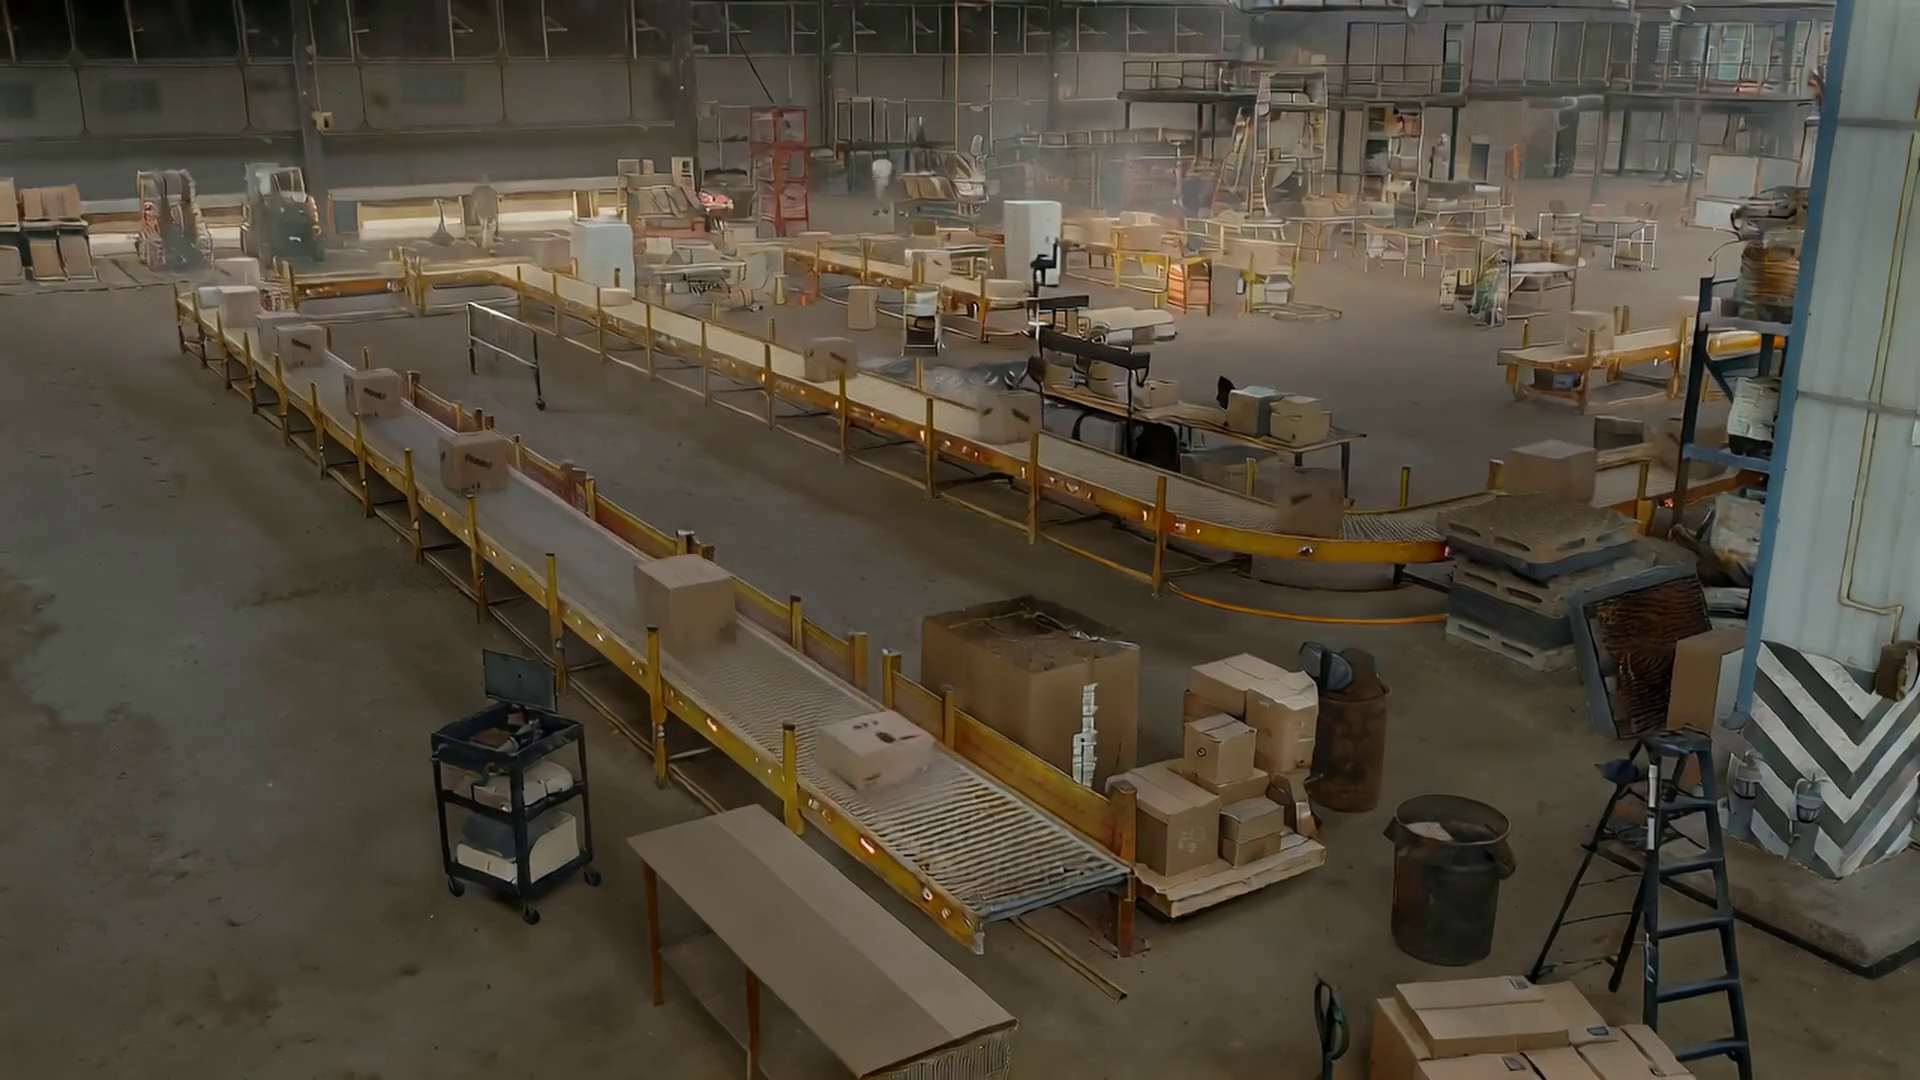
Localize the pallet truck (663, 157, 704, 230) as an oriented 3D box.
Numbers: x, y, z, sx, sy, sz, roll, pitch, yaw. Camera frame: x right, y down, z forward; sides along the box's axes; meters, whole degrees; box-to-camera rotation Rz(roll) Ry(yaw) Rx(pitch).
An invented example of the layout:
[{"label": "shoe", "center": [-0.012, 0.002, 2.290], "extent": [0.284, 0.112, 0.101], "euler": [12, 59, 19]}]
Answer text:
[{"label": "pallet truck", "center": [-7.586, -9.308, 44.692], "extent": [0.823, 1.965, 1.885], "euler": [-11, 20, -33]}]

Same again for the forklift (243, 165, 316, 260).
[{"label": "forklift", "center": [-15.898, -7.669, 38.708], "extent": [1.157, 1.987, 2.680], "euler": [-11, 20, -33]}]

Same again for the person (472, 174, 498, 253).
[{"label": "person", "center": [-11.399, -7.833, 39.953], "extent": [0.655, 1.898, 0.522], "euler": [5, 18, 17]}]

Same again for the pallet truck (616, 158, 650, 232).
[{"label": "pallet truck", "center": [-8.918, -9.176, 44.255], "extent": [0.823, 1.965, 1.885], "euler": [-9, 19, -27]}]

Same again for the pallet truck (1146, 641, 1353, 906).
[{"label": "pallet truck", "center": [1.664, 1.407, 10.232], "extent": [1.630, 1.274, 0.653], "euler": [-10, 20, -31]}]

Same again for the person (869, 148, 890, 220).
[{"label": "person", "center": [-2.337, -10.193, 47.621], "extent": [0.863, 2.003, 0.632], "euler": [12, 21, 35]}]

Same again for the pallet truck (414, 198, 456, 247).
[{"label": "pallet truck", "center": [-13.250, -8.060, 41.856], "extent": [0.680, 1.201, 1.601], "euler": [-10, 20, -31]}]

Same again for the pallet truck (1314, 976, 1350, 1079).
[{"label": "pallet truck", "center": [2.299, 2.390, 7.086], "extent": [1.601, 1.201, 0.680], "euler": [-2, 17, -7]}]

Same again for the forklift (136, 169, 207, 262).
[{"label": "forklift", "center": [-17.842, -7.318, 37.559], "extent": [1.157, 1.987, 2.680], "euler": [-10, 20, -31]}]

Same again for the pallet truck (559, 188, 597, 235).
[{"label": "pallet truck", "center": [-10.010, -8.652, 43.699], "extent": [0.653, 1.274, 1.630], "euler": [-10, 20, -31]}]

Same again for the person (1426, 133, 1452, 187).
[{"label": "person", "center": [16.804, -13.254, 58.076], "extent": [0.828, 1.857, 0.579], "euler": [8, 18, 25]}]

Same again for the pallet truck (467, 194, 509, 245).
[{"label": "pallet truck", "center": [-11.983, -8.177, 42.137], "extent": [0.704, 1.261, 1.522], "euler": [-11, 20, -33]}]
